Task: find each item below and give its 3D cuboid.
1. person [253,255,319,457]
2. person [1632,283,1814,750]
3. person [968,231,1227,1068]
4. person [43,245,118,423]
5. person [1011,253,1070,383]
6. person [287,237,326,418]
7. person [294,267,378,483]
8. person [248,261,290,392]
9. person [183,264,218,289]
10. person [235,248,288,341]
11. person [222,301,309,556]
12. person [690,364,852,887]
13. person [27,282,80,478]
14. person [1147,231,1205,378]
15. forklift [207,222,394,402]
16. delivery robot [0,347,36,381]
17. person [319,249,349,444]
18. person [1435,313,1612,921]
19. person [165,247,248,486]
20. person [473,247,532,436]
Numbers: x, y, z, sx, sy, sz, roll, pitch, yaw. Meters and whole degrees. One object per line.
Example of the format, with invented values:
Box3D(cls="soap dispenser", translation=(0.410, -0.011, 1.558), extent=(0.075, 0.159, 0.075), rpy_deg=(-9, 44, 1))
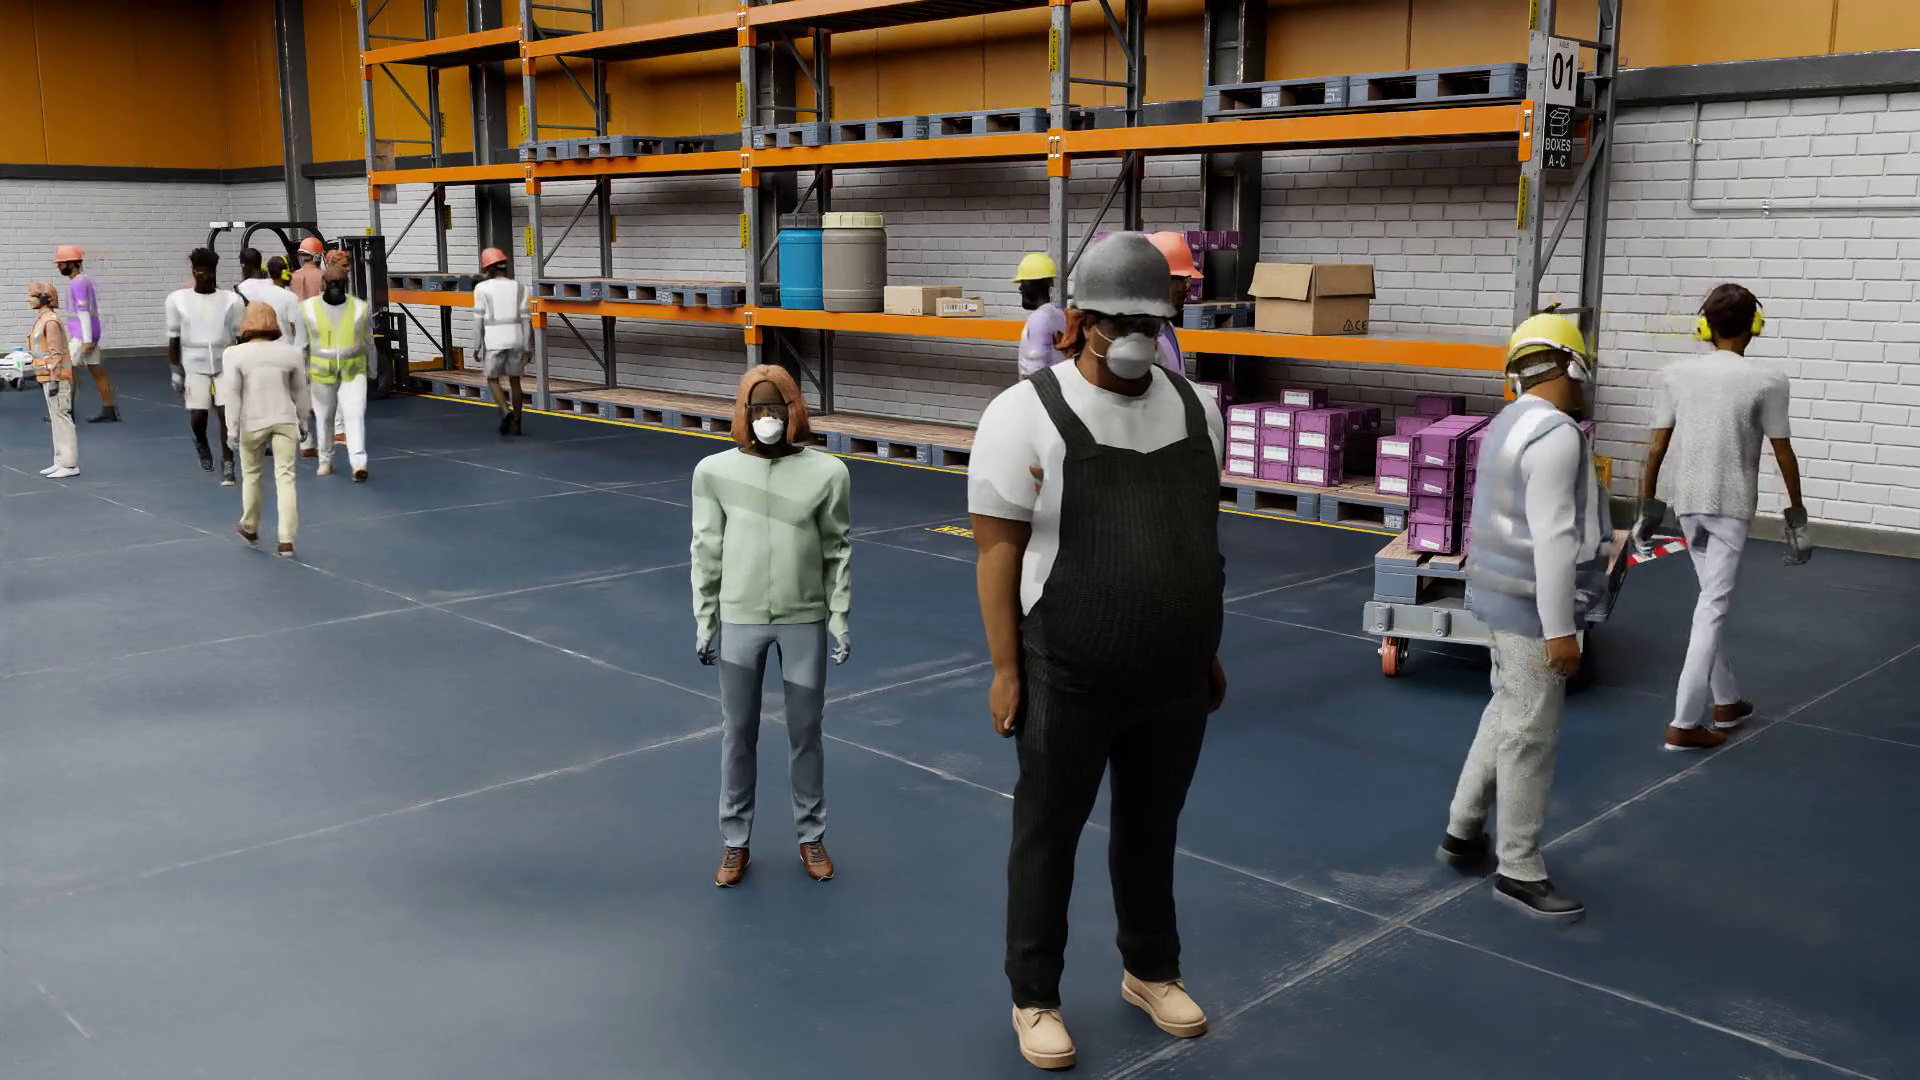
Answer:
Box3D(cls="person", translation=(-6.191, -1.671, 15.195), extent=(0.562, 1.860, 0.393), rpy_deg=(4, 11, 20))
Box3D(cls="person", translation=(3.089, -0.097, 6.646), extent=(0.819, 1.826, 0.607), rpy_deg=(-7, 12, -33))
Box3D(cls="person", translation=(0.393, 0.269, 4.076), extent=(0.690, 2.000, 0.538), rpy_deg=(-5, 11, -24))
Box3D(cls="person", translation=(-9.518, -2.181, 17.794), extent=(0.832, 1.903, 0.583), rpy_deg=(-4, 11, -22))
Box3D(cls="person", translation=(0.497, -0.840, 10.468), extent=(0.569, 1.913, 0.633), rpy_deg=(2, 11, 11))
Box3D(cls="person", translation=(-7.126, -2.338, 18.413), extent=(0.611, 1.996, 0.379), rpy_deg=(3, 11, 17))
Box3D(cls="person", translation=(-5.169, -1.370, 13.793), extent=(0.644, 1.768, 1.082), rpy_deg=(-4, 11, -21))
Box3D(cls="person", translation=(-7.401, -2.092, 17.717), extent=(0.523, 1.763, 0.329), rpy_deg=(-9, 13, -39))
Box3D(cls="person", translation=(-9.751, -2.785, 21.503), extent=(0.523, 1.761, 0.323), rpy_deg=(2, 11, 11))
Box3D(cls="person", translation=(-7.005, -1.978, 16.722), extent=(0.563, 1.889, 0.622), rpy_deg=(5, 11, 24))
Box3D(cls="person", translation=(-4.459, -0.724, 10.684), extent=(0.532, 1.592, 0.809), rpy_deg=(-7, 12, -33))
Box3D(cls="person", translation=(-0.582, 0.268, 5.193), extent=(0.500, 1.633, 0.280), rpy_deg=(-2, 11, -9))
Box3D(cls="person", translation=(-7.603, -1.339, 13.937), extent=(0.312, 1.642, 0.512), rpy_deg=(-7, 13, -34))
Box3D(cls="person", translation=(0.863, -0.328, 7.354), extent=(0.400, 2.039, 0.606), rpy_deg=(3, 11, 18))
Box3D(cls="forklift", translation=(-8.169, -2.758, 20.163), extent=(2.313, 2.155, 1.214), rpy_deg=(-10, 14, -44))
Box3D(cls="delivery robot", translation=(-12.368, -2.300, 21.886), extent=(0.477, 0.478, 0.707), rpy_deg=(0, 10, -2))
Box3D(cls="person", translation=(-6.060, -1.881, 16.232), extent=(0.349, 1.881, 0.577), rpy_deg=(-2, 11, -12))
Box3D(cls="person", translation=(1.724, 0.225, 5.040), extent=(0.429, 1.787, 0.655), rpy_deg=(1, 10, 7))
Box3D(cls="person", translation=(-6.128, -1.422, 13.602), extent=(0.619, 1.932, 0.641), rpy_deg=(-5, 12, -25))
Box3D(cls="person", translation=(-4.531, -1.957, 16.578), extent=(0.574, 1.906, 0.633), rpy_deg=(-6, 12, -31))
